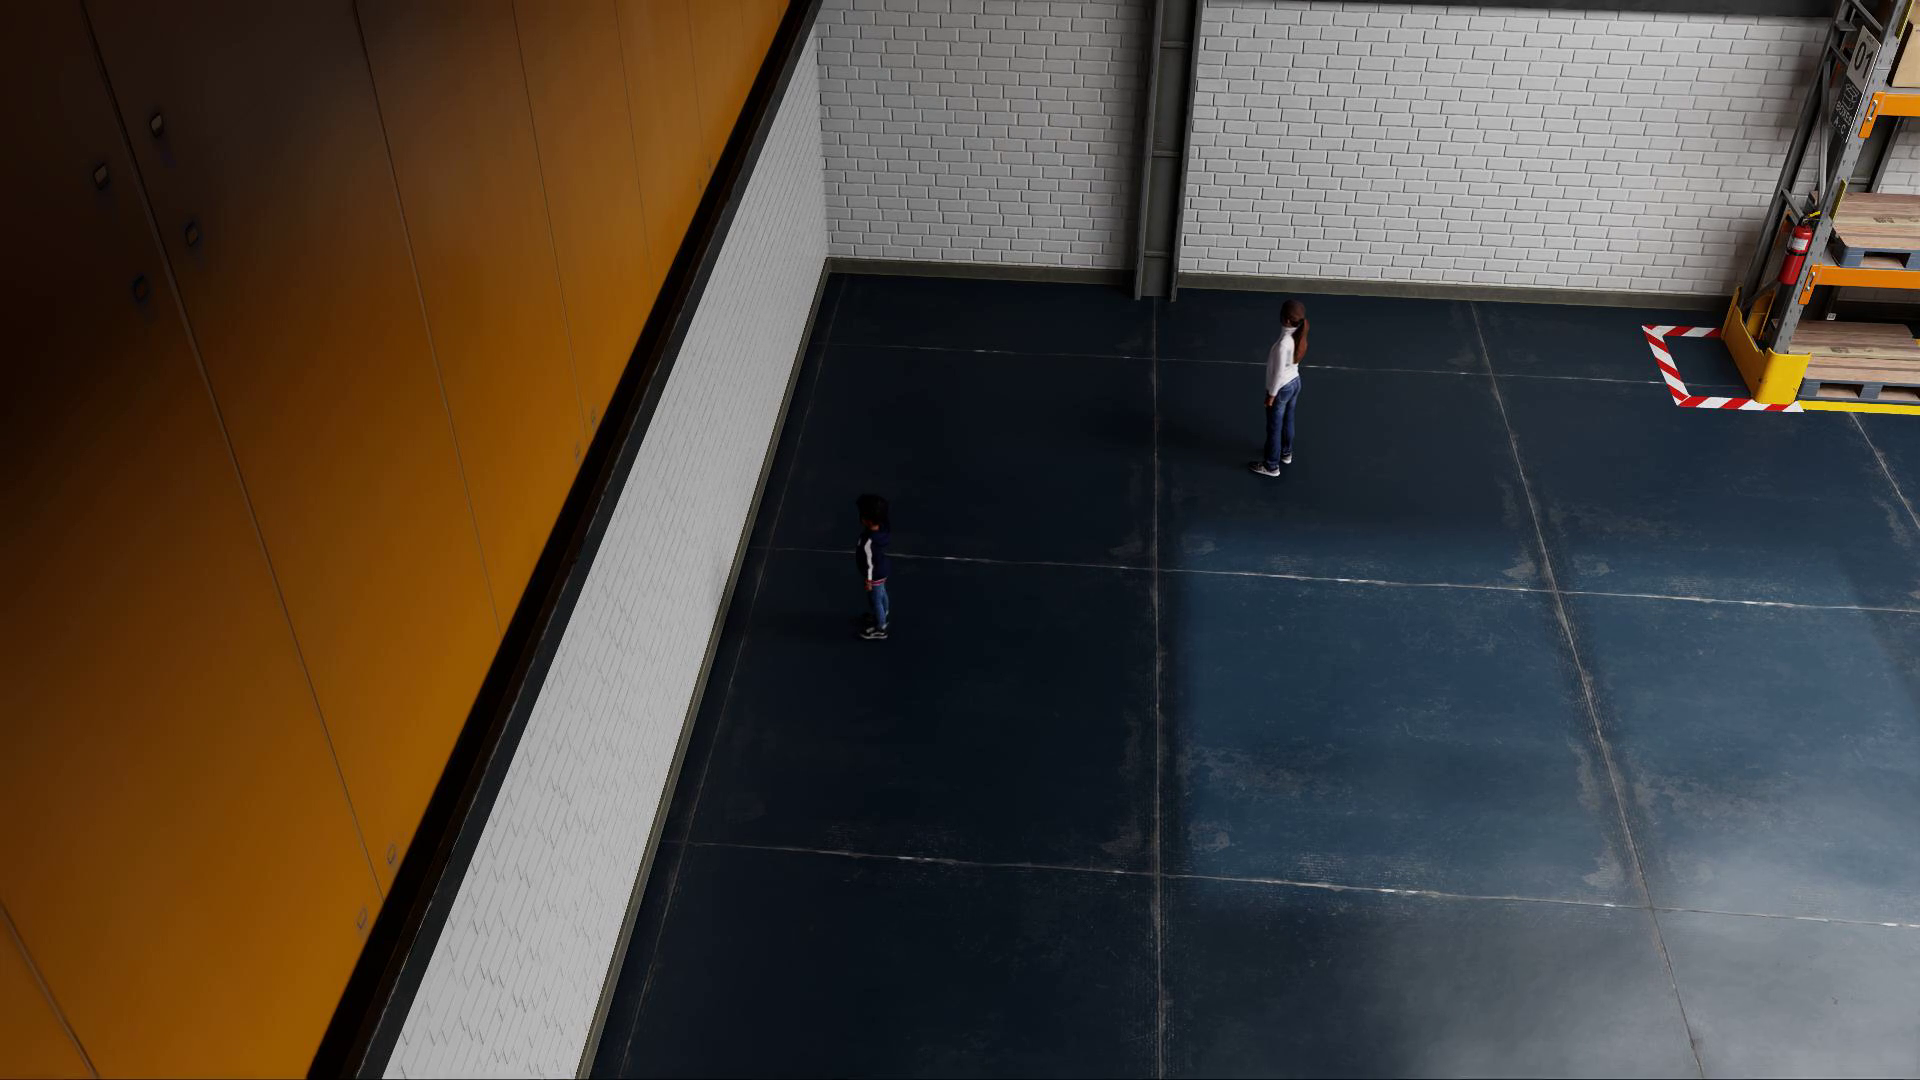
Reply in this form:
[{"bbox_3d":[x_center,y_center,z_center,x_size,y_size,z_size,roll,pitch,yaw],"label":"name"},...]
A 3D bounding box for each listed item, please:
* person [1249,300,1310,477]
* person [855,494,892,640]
[{"bbox_3d":[2.584,-1.226,13.278,0.658,1.558,0.623,26,45,29],"label":"person"},{"bbox_3d":[-0.608,0.182,11.786,0.494,1.221,0.533,6,39,8],"label":"person"}]
